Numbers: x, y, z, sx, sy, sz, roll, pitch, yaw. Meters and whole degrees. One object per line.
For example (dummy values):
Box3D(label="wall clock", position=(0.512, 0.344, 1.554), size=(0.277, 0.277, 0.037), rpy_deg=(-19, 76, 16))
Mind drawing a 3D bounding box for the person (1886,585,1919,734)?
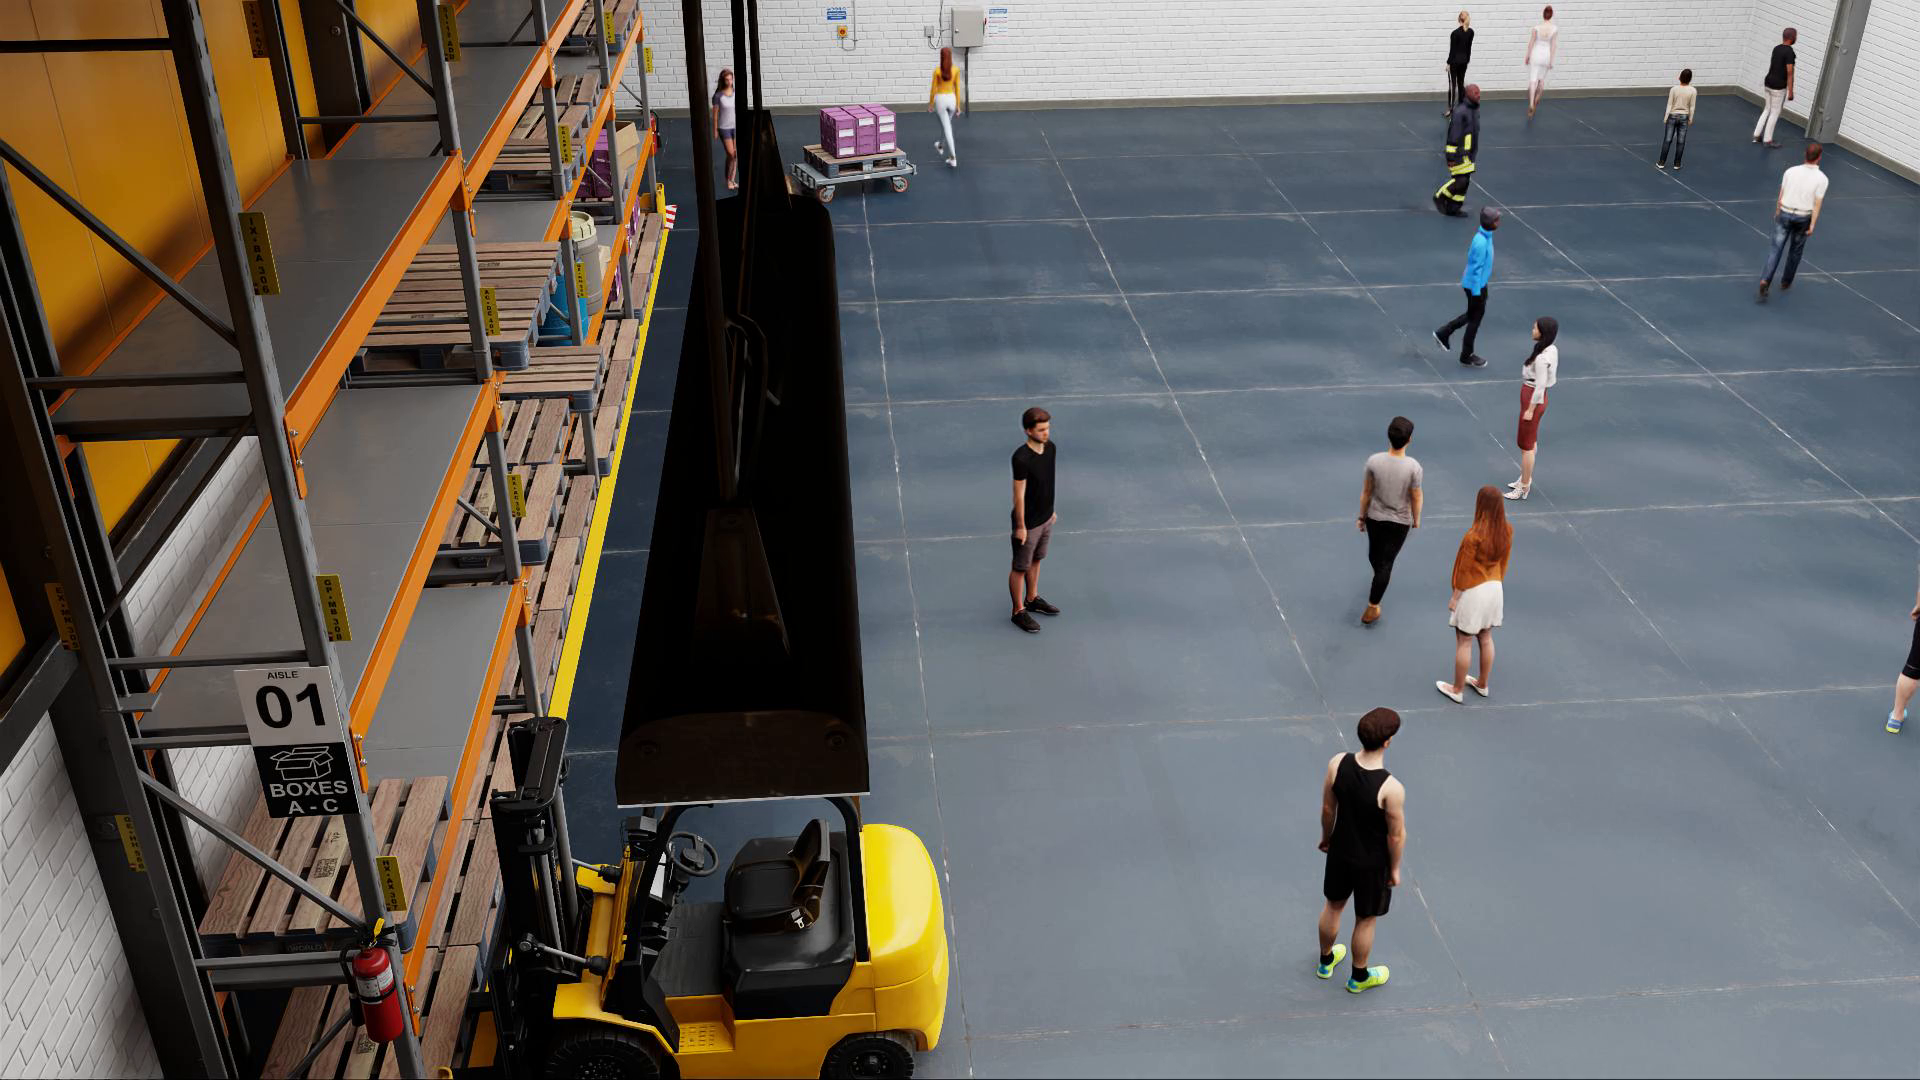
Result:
Box3D(label="person", position=(6.977, 0.584, 11.735), size=(0.819, 1.883, 0.723), rpy_deg=(-21, 35, -34))

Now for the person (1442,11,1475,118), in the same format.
Box3D(label="person", position=(8.175, -7.803, 27.296), size=(0.675, 1.705, 0.630), rpy_deg=(-12, 31, -20))

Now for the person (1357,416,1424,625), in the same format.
Box3D(label="person", position=(3.386, -0.122, 13.244), size=(1.023, 1.676, 1.201), rpy_deg=(15, 32, 25))

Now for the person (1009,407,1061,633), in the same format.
Box3D(label="person", position=(0.572, -0.202, 13.198), size=(0.832, 1.861, 0.759), rpy_deg=(20, 34, 32))

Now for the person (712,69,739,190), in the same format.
Box3D(label="person", position=(-3.331, -5.880, 23.761), size=(0.737, 1.714, 0.767), rpy_deg=(-19, 34, -31))

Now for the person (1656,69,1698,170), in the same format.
Box3D(label="person", position=(10.674, -6.259, 24.716), size=(0.616, 1.465, 0.624), rpy_deg=(9, 30, 16))

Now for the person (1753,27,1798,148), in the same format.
Box3D(label="person", position=(12.609, -7.004, 25.727), size=(0.724, 1.804, 0.564), rpy_deg=(-3, 29, -6))

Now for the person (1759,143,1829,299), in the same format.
Box3D(label="person", position=(9.895, -3.790, 19.810), size=(1.136, 1.829, 1.233), rpy_deg=(20, 34, 32))

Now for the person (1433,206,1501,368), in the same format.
Box3D(label="person", position=(5.468, -2.742, 17.936), size=(0.883, 1.783, 0.894), rpy_deg=(9, 30, 16))

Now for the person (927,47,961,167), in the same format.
Box3D(label="person", position=(-0.184, -6.399, 24.737), size=(0.824, 1.690, 1.241), rpy_deg=(-10, 30, -18))

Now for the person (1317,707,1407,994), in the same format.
Box3D(label="person", position=(2.288, 1.784, 9.526), size=(0.832, 1.892, 0.748), rpy_deg=(-25, 37, -38))

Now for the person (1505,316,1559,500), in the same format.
Box3D(label="person", position=(5.213, -1.201, 15.146), size=(0.741, 1.750, 0.619), rpy_deg=(12, 31, 21))

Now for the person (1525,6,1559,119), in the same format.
Box3D(label="person", position=(9.492, -7.809, 27.257), size=(0.801, 1.752, 1.052), rpy_deg=(7, 29, 12))

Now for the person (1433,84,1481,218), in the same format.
Box3D(label="person", position=(6.741, -5.294, 22.581), size=(0.964, 1.815, 1.023), rpy_deg=(-25, 37, -38))

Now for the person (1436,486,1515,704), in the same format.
Box3D(label="person", position=(3.828, 0.408, 12.232), size=(0.675, 1.716, 0.683), rpy_deg=(-13, 31, -23))
